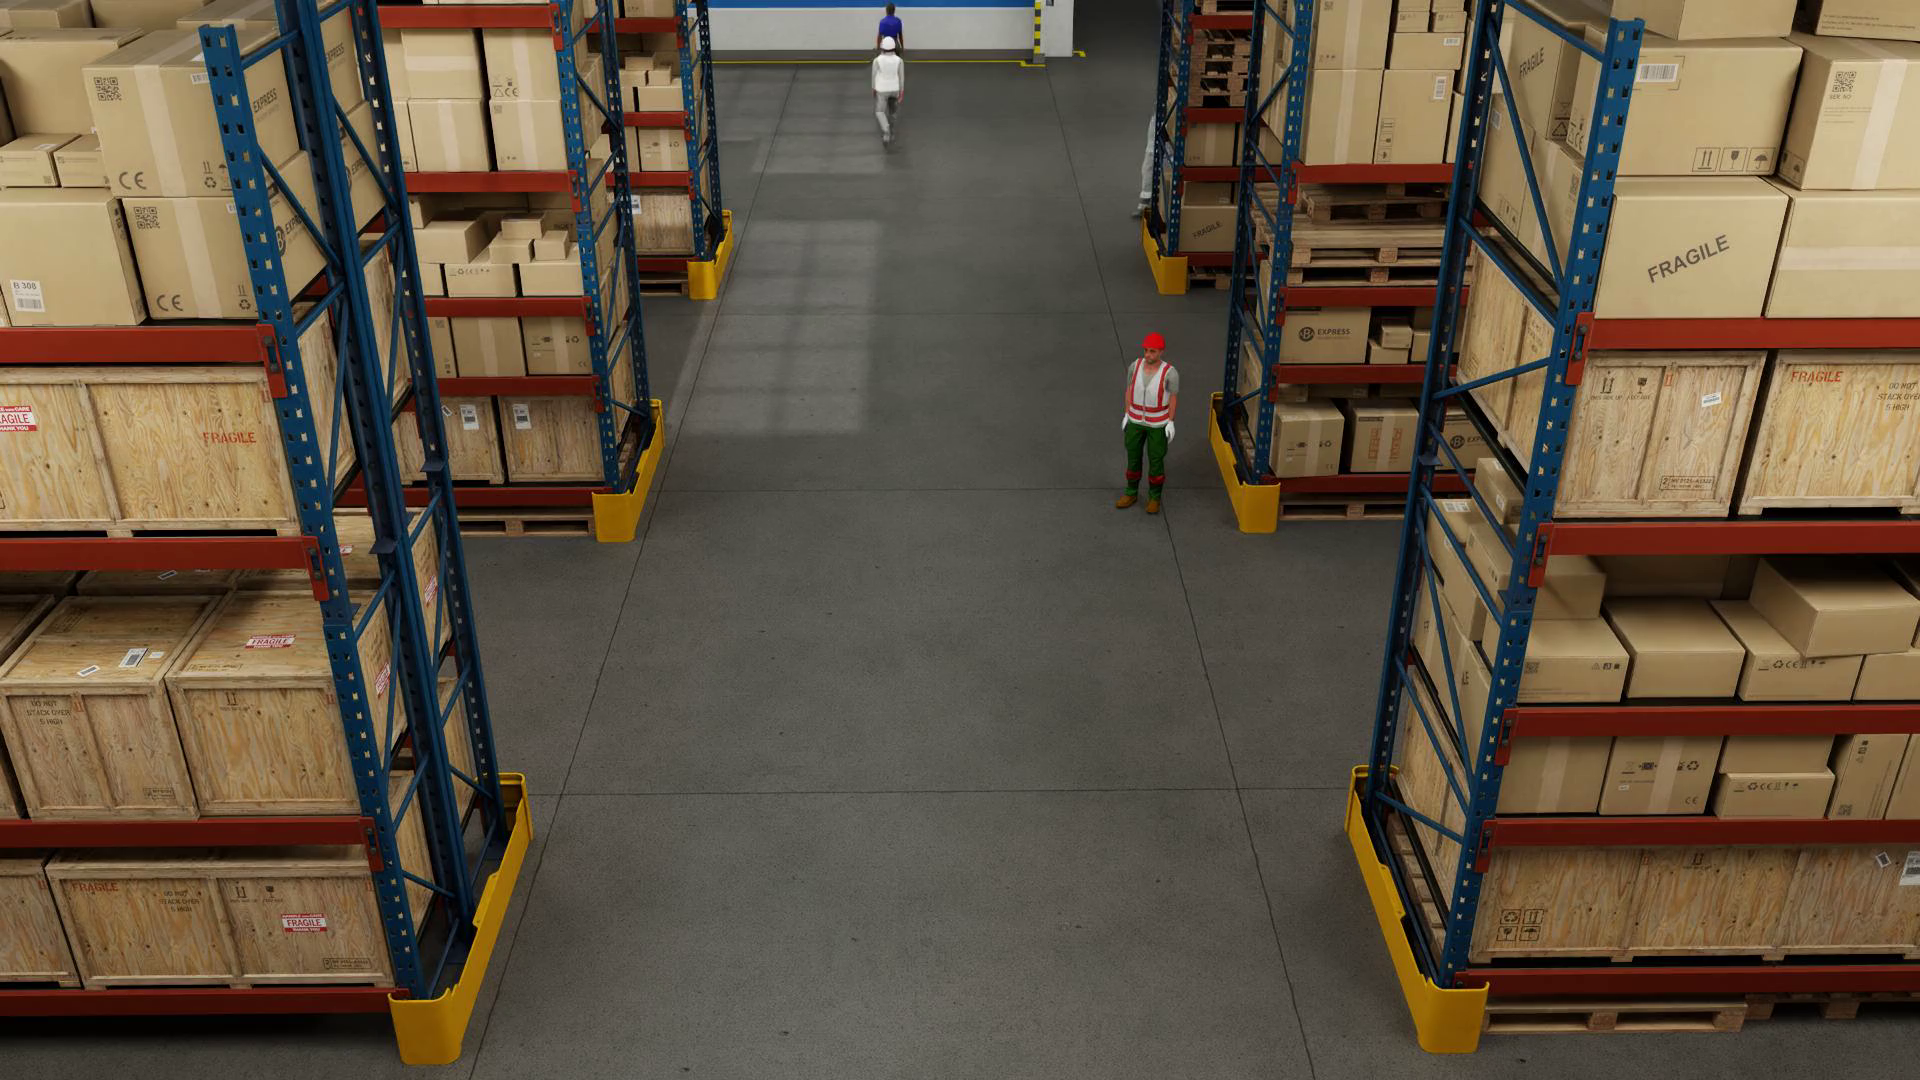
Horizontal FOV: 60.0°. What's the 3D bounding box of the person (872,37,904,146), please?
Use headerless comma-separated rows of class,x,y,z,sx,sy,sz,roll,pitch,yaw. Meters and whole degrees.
person,-1.207,-7.562,27.961,0.530,1.763,0.817,-6,29,-11

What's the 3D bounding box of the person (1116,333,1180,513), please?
person,1.810,-1.127,15.976,0.531,1.796,0.359,12,31,21

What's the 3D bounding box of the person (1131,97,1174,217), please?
person,2.879,-5.605,24.313,0.719,1.795,0.590,-21,35,-34

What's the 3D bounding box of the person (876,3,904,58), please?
person,-1.327,-9.210,31.119,0.474,1.642,0.659,-12,31,-22
